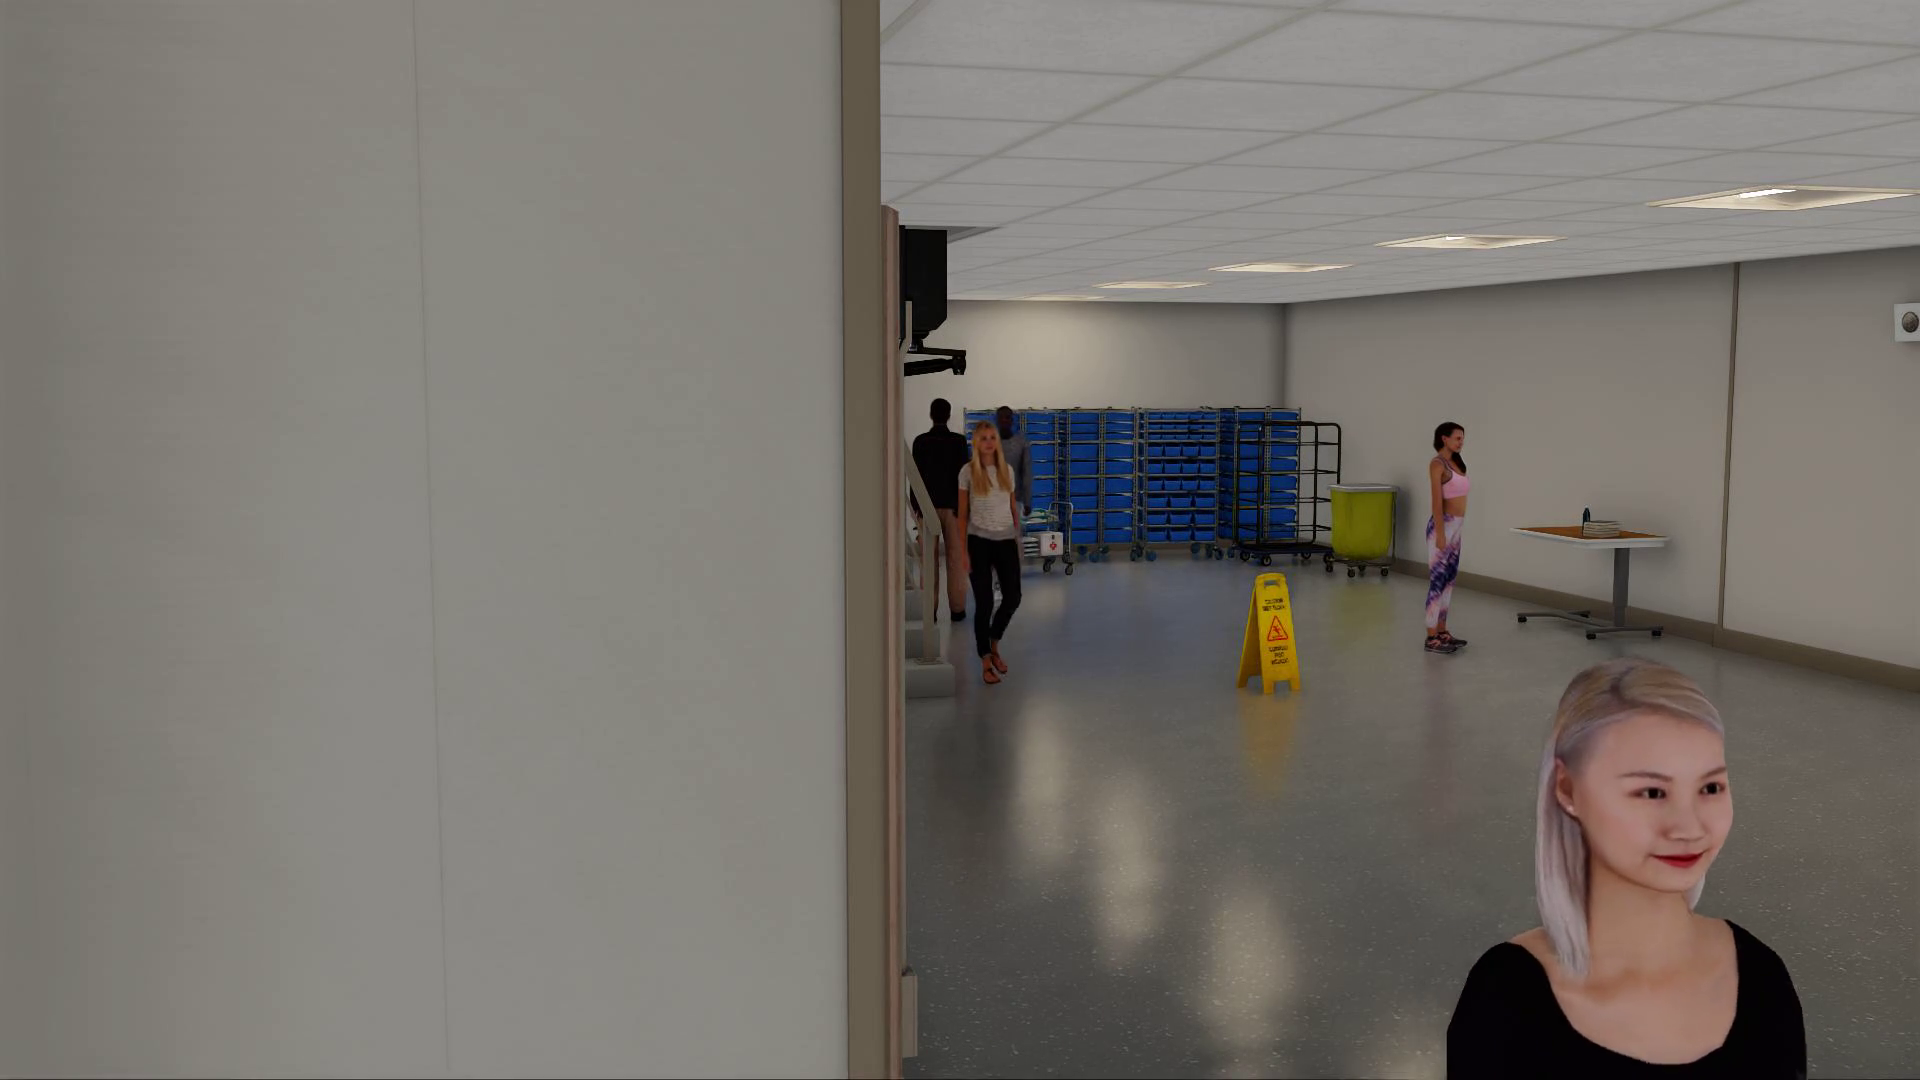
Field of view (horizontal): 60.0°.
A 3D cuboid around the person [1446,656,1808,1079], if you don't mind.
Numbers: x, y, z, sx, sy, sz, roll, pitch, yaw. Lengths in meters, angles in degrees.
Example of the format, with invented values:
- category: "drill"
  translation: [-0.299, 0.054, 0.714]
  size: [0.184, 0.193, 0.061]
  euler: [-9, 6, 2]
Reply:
- category: "person"
  translation: [0.735, 1.053, 2.006]
  size: [0.650, 1.781, 1.160]
  euler: [-2, 6, -20]

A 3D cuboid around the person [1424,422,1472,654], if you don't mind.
- category: "person"
  translation: [3.758, -0.036, 12.882]
  size: [0.723, 1.771, 0.675]
  euler: [4, 7, 34]

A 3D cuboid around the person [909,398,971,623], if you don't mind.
- category: "person"
  translation: [-0.174, -0.264, 14.377]
  size: [0.727, 1.924, 0.620]
  euler: [-1, 6, -8]

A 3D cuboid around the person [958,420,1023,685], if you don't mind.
- category: "person"
  translation: [0.161, 0.080, 11.529]
  size: [0.664, 1.810, 0.681]
  euler: [-3, 6, -24]

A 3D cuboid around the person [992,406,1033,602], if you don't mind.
- category: "person"
  translation: [0.407, -0.349, 15.729]
  size: [0.781, 1.824, 0.739]
  euler: [1, 6, 8]
